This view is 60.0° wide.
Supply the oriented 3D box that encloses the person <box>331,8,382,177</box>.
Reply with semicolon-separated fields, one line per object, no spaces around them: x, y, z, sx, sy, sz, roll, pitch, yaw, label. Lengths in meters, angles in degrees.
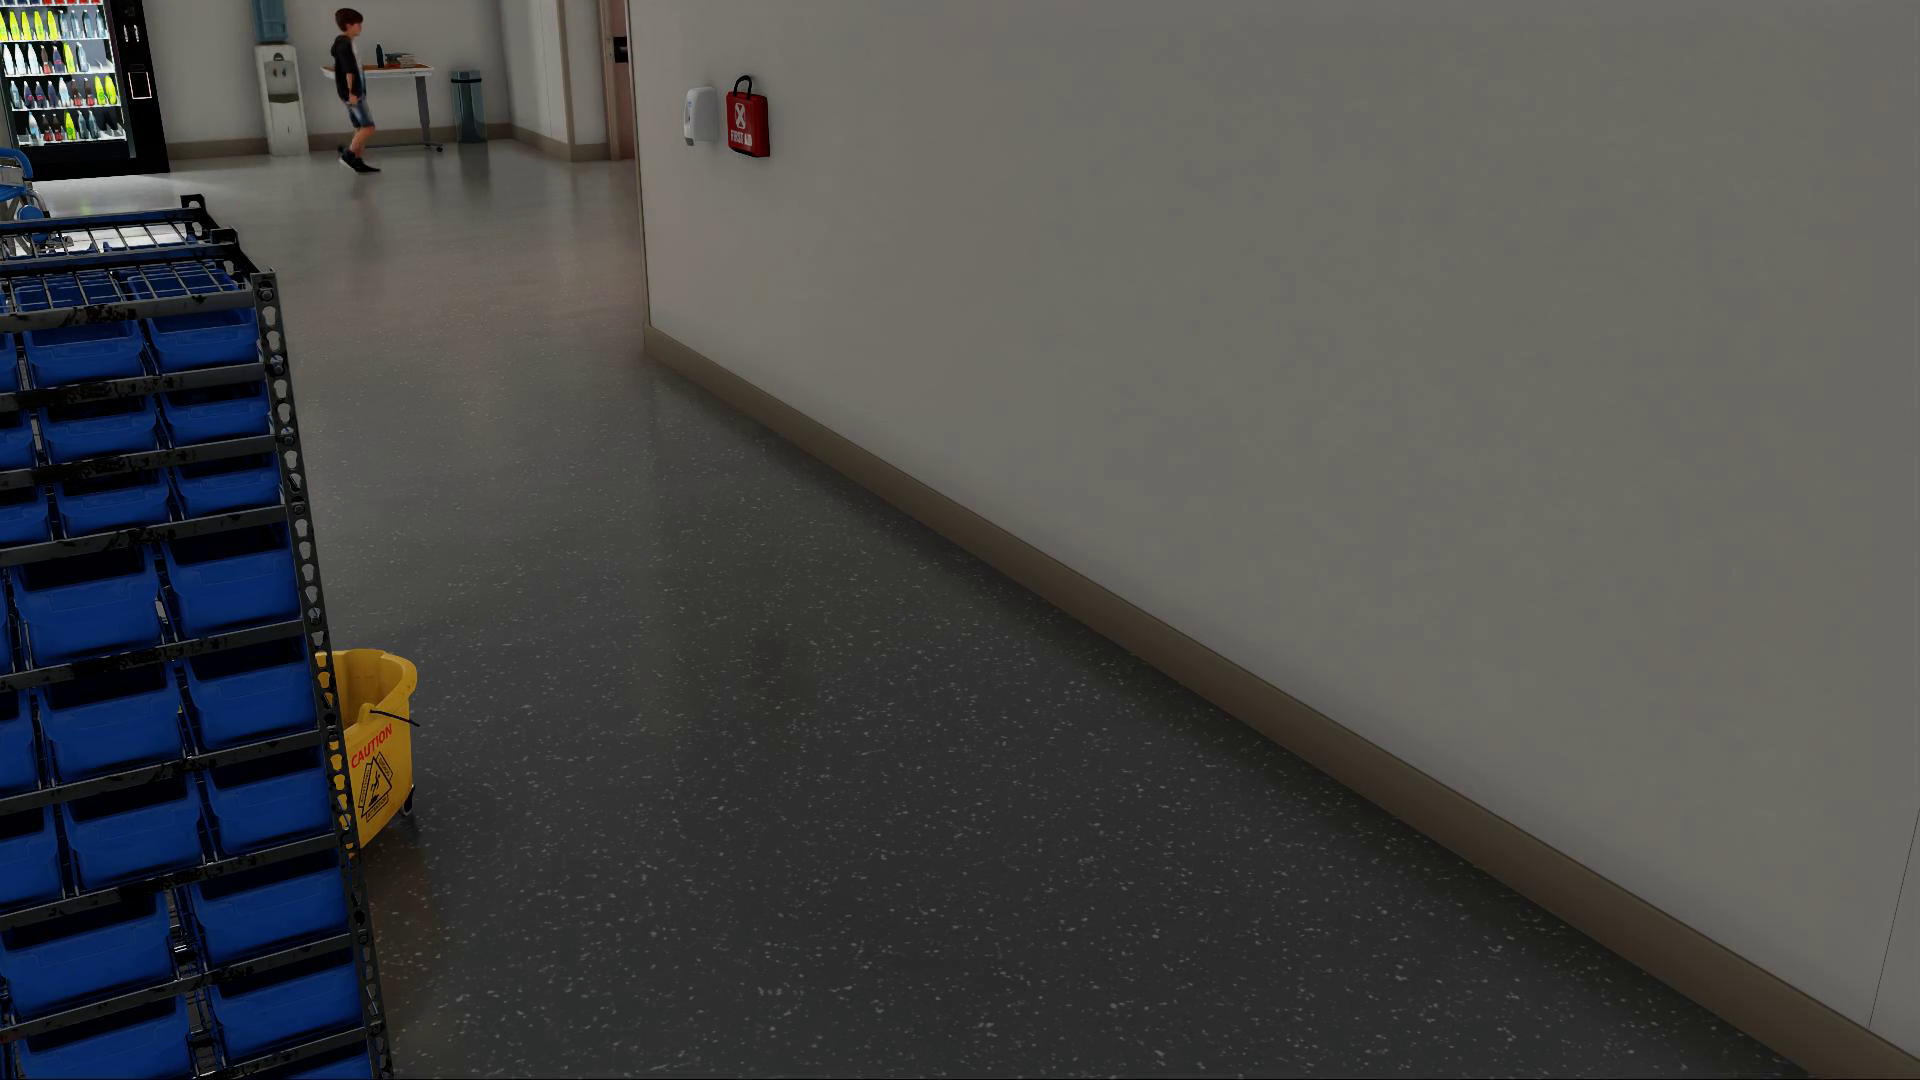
-5.427;-3.948;14.720;0.650;1.439;0.622;-4;21;-11;person
